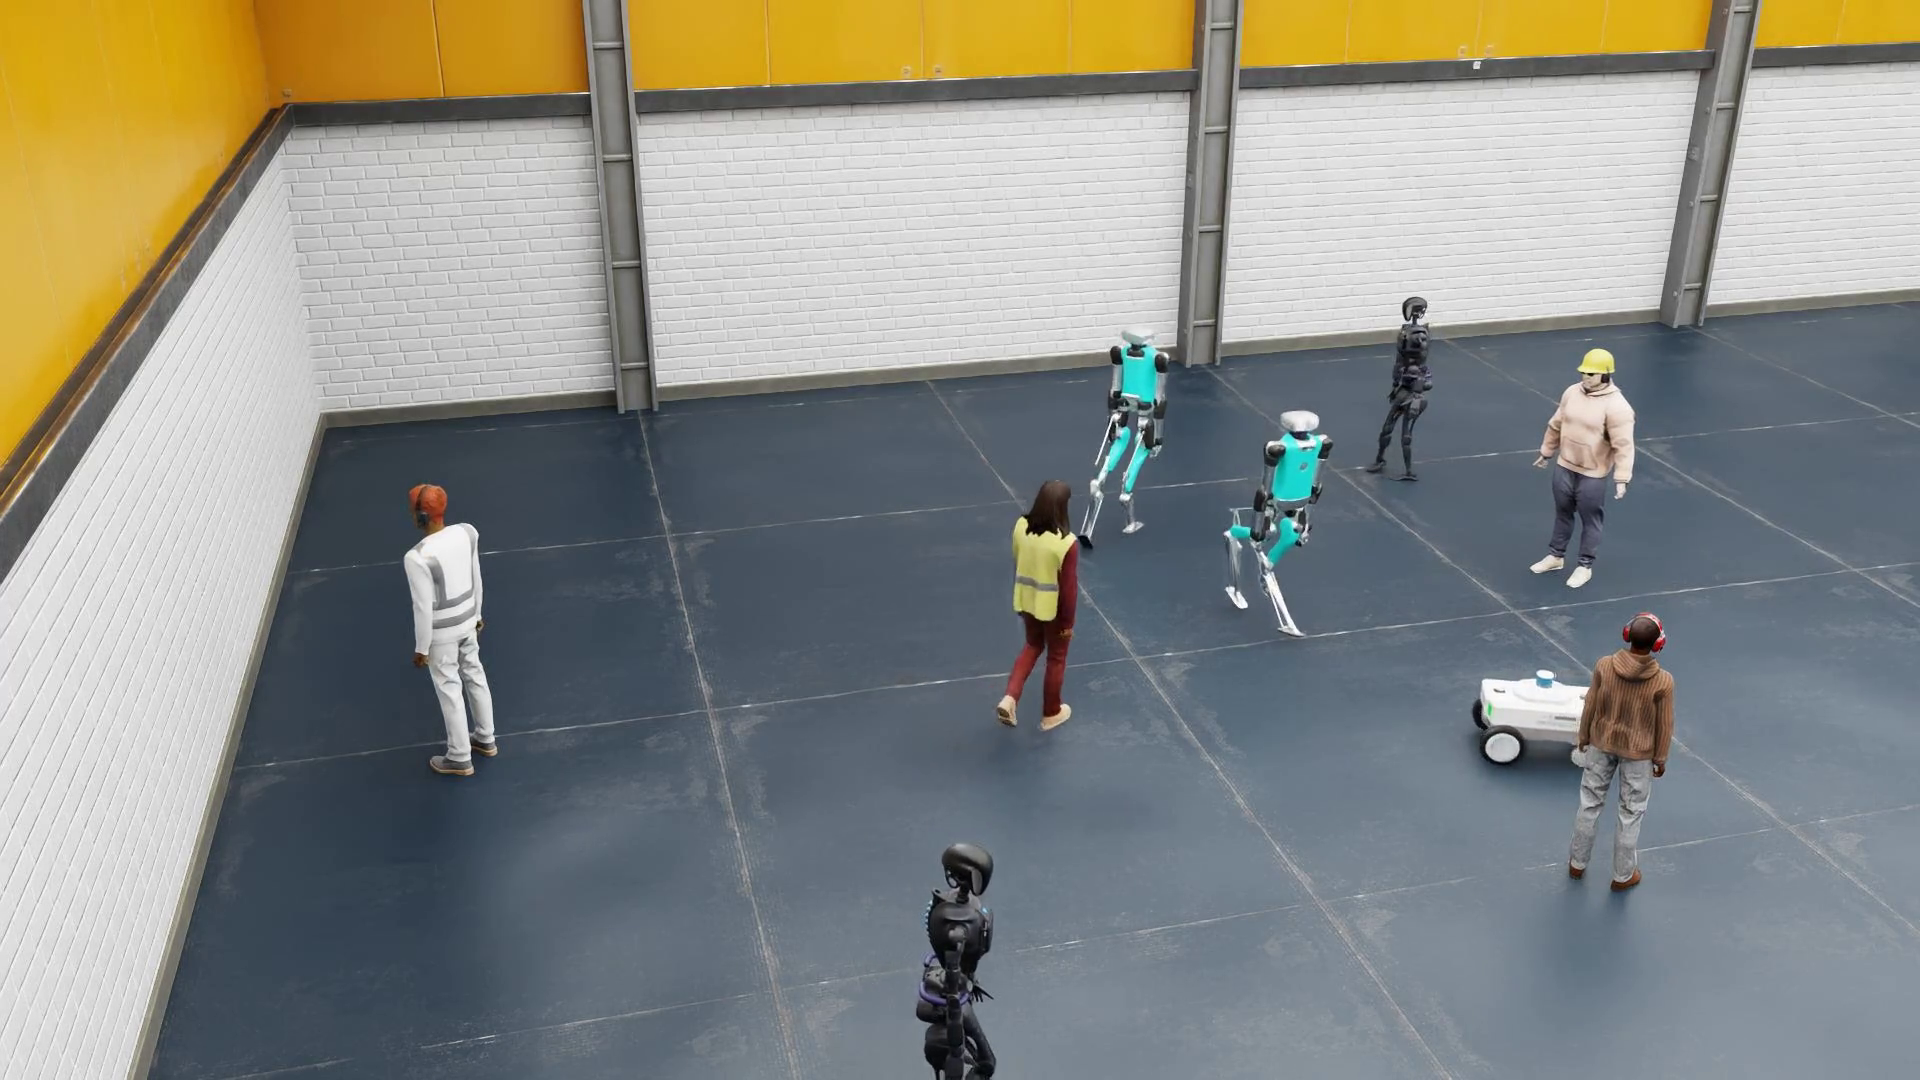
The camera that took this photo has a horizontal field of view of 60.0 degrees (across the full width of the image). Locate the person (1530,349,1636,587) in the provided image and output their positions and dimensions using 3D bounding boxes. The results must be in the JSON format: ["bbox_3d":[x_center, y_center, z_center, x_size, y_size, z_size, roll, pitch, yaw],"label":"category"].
[{"bbox_3d":[4.766,-0.561,12.652,0.424,1.867,0.798,-15,28,-30],"label":"person"}]

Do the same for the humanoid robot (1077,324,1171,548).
[{"bbox_3d":[1.244,-0.771,13.336,0.555,1.779,0.962,17,29,34],"label":"humanoid robot"}]

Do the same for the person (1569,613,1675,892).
[{"bbox_3d":[3.585,1.152,9.023,0.474,1.651,0.322,16,28,32],"label":"person"}]

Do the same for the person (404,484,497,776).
[{"bbox_3d":[-3.116,0.542,10.126,0.343,1.883,0.585,10,26,22],"label":"person"}]

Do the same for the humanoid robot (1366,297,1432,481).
[{"bbox_3d":[3.898,-1.312,14.598,0.418,1.649,0.612,-2,24,-5],"label":"humanoid robot"}]

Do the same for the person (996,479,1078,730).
[{"bbox_3d":[0.522,0.446,10.502,0.489,1.756,0.536,19,30,37],"label":"person"}]

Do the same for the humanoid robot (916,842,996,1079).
[{"bbox_3d":[-0.031,1.995,7.075,0.357,1.646,0.599,2,24,6],"label":"humanoid robot"}]

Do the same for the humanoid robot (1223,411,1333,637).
[{"bbox_3d":[2.208,-0.176,11.981,0.544,1.730,1.070,-11,26,-23],"label":"humanoid robot"}]

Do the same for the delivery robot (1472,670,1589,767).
[{"bbox_3d":[3.625,1.112,10.494,0.790,0.606,0.499,4,24,10],"label":"delivery robot"}]
